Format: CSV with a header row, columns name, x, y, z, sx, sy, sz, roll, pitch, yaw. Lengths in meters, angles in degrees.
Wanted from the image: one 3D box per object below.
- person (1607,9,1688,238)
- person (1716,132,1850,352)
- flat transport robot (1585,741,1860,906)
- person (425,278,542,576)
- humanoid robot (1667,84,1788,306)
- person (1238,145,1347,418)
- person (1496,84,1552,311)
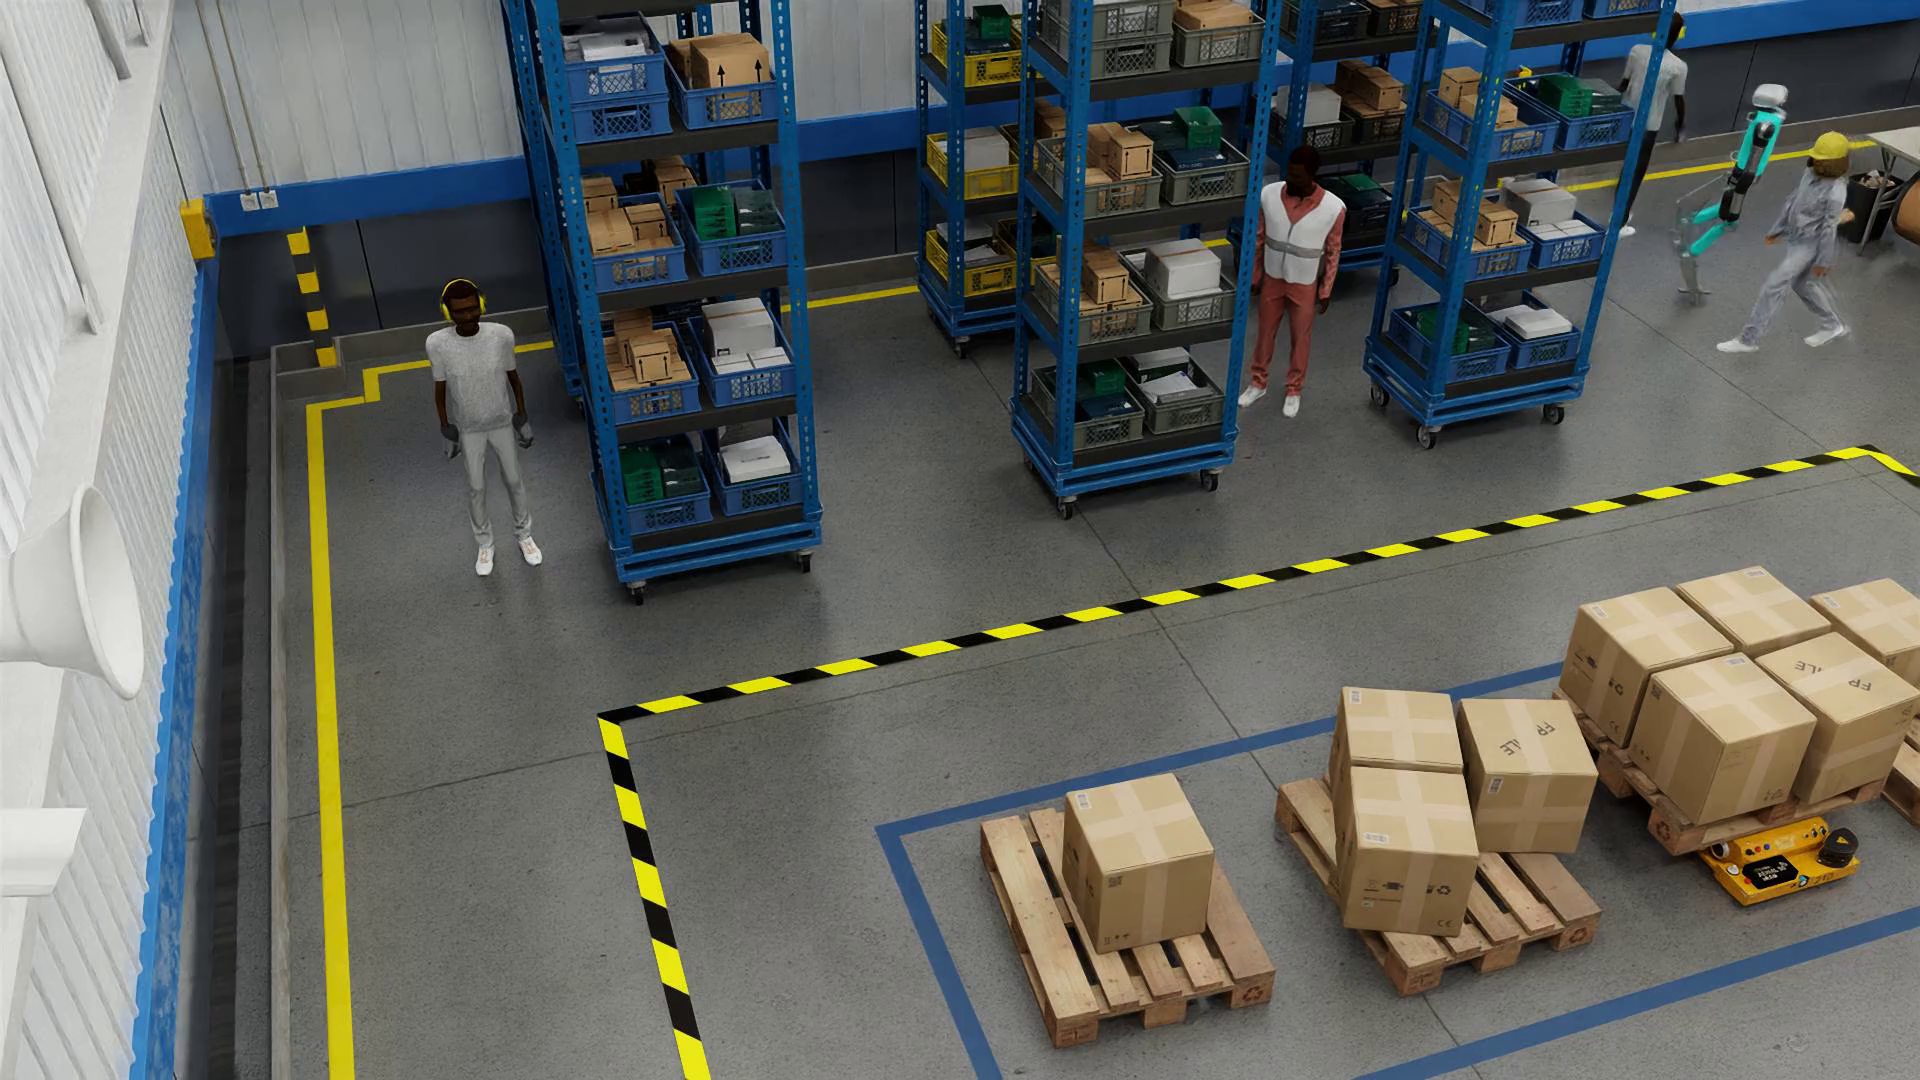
name,x,y,z,sx,sy,sz,roll,pitch,yaw
person,5.548,-3.351,13.423,0.553,1.851,0.529,-21,40,-27
person,6.038,-2.094,11.774,0.864,1.699,0.489,2,35,3
flat transport robot,3.738,1.188,8.347,0.652,0.197,1.431,-11,37,-15
person,-2.734,-0.647,9.580,0.521,1.876,0.325,-12,37,-16
humanoid robot,5.588,-2.505,12.417,0.715,1.889,0.566,16,38,22
person,2.214,-1.733,11.084,0.588,1.917,0.396,17,39,23
person,3.937,-2.200,11.653,0.657,2.027,0.633,1,35,1
